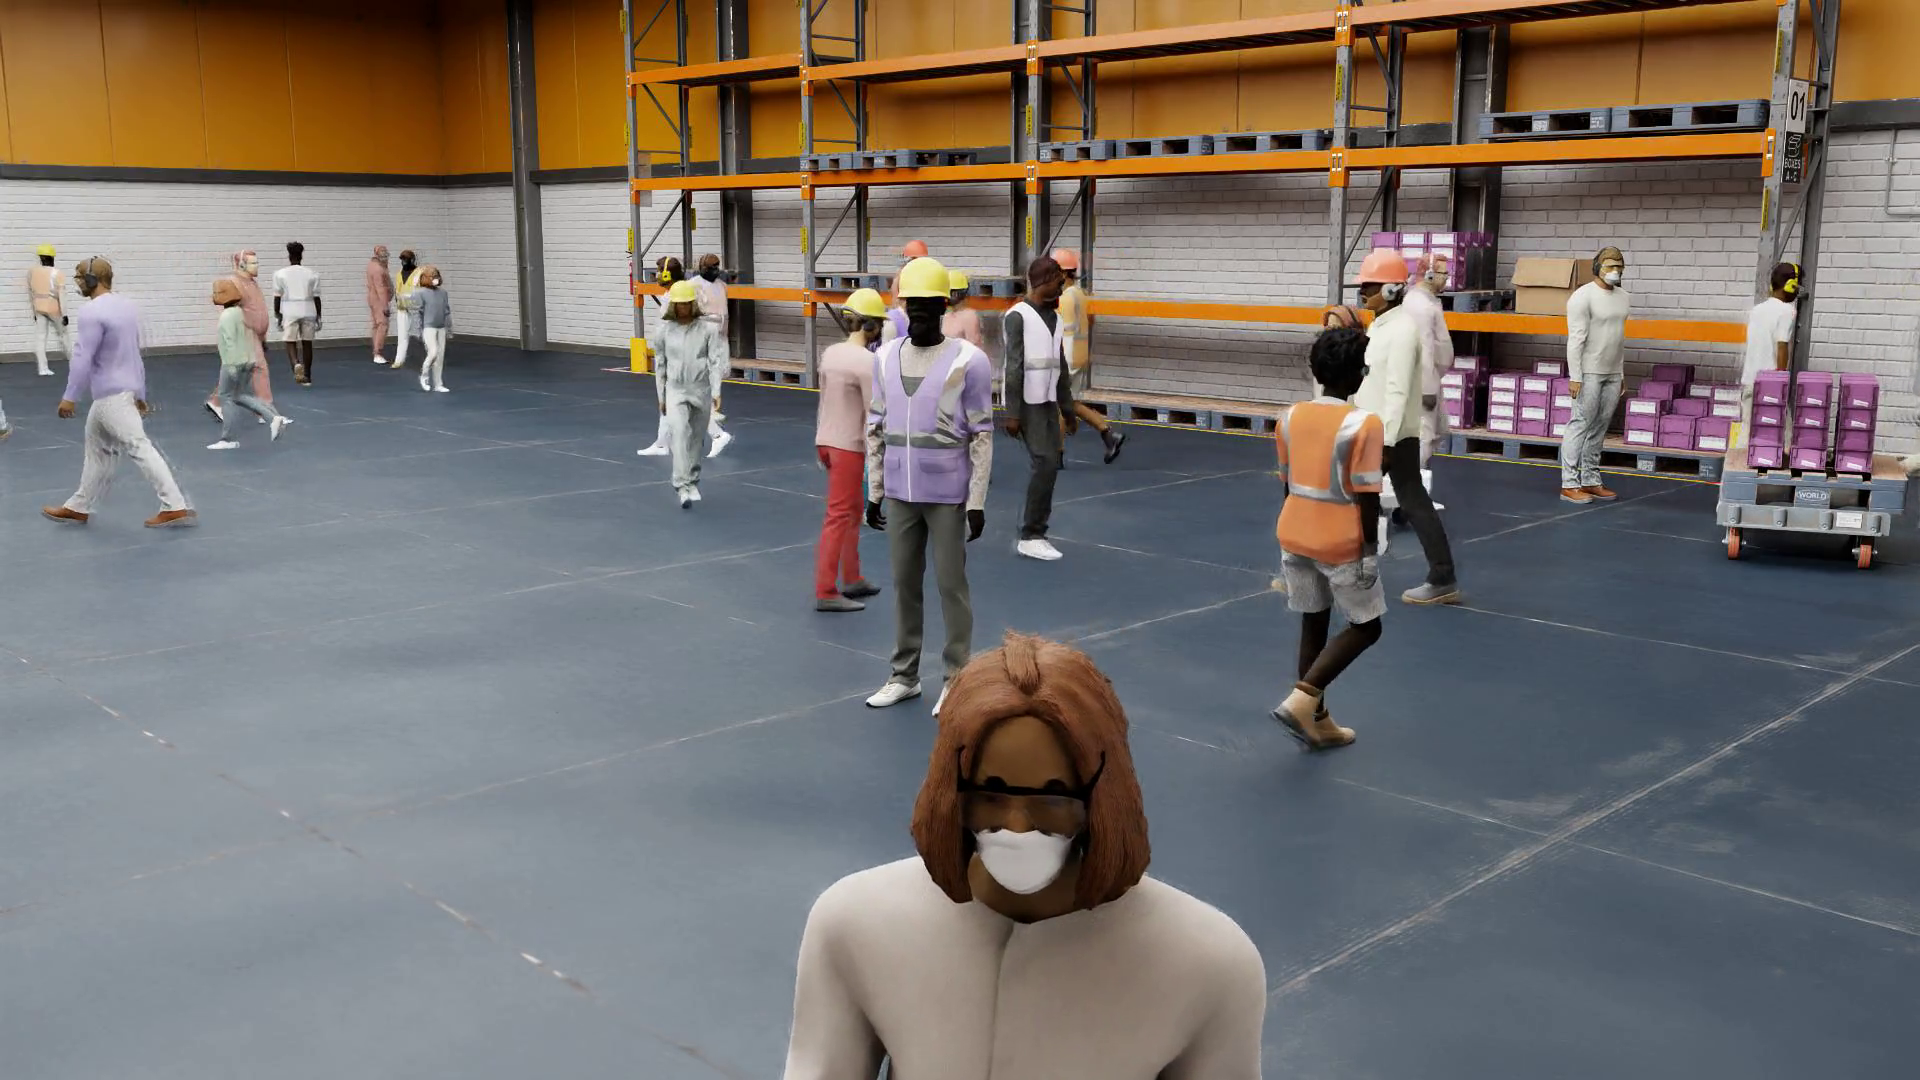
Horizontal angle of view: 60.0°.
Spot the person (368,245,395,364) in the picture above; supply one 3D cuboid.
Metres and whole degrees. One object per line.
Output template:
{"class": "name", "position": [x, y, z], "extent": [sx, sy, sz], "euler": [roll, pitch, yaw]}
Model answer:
{"class": "person", "position": [-9.193, -3.744, 26.460], "extent": [0.396, 1.867, 0.763], "euler": [-4, 11, -21]}

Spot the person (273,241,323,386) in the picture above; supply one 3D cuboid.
{"class": "person", "position": [-8.837, -3.013, 22.232], "extent": [0.609, 1.946, 0.666], "euler": [-5, 11, -24]}

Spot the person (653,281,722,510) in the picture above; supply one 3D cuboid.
{"class": "person", "position": [-2.020, -1.079, 12.408], "extent": [0.493, 1.682, 0.942], "euler": [-3, 11, -15]}

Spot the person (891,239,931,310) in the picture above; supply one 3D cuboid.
{"class": "person", "position": [-0.509, -2.132, 17.328], "extent": [0.536, 1.977, 0.637], "euler": [7, 13, 35]}

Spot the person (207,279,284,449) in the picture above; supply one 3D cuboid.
{"class": "person", "position": [-6.839, -1.666, 15.770], "extent": [0.610, 1.616, 0.509], "euler": [-1, 10, -8]}

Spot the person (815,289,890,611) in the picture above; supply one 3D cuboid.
{"class": "person", "position": [-0.572, -0.488, 9.050], "extent": [0.608, 1.730, 0.549], "euler": [-7, 13, -34]}

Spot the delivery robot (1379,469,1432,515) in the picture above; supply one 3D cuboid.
{"class": "delivery robot", "position": [2.866, -0.376, 11.396], "extent": [0.707, 0.478, 0.477], "euler": [-4, 11, -19]}

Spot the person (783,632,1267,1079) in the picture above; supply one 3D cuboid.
{"class": "person", "position": [0.048, 0.900, 1.767], "extent": [0.515, 1.629, 0.359], "euler": [3, 11, 16]}

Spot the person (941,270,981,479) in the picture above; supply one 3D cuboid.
{"class": "person", "position": [-0.108, -1.274, 13.289], "extent": [0.805, 1.733, 0.554], "euler": [-4, 11, -23]}

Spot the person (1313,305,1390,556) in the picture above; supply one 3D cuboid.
{"class": "person", "position": [2.387, -0.613, 10.032], "extent": [0.656, 1.615, 0.536], "euler": [-5, 12, -26]}

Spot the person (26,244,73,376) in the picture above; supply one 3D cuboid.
{"class": "person", "position": [-13.178, -3.338, 24.175], "extent": [0.612, 1.876, 0.954], "euler": [1, 10, 3]}

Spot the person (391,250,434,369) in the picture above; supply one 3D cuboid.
{"class": "person", "position": [-8.364, -3.517, 25.411], "extent": [0.639, 1.797, 0.945], "euler": [3, 11, 16]}

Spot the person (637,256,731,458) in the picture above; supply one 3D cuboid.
{"class": "person", "position": [-2.526, -1.661, 15.166], "extent": [0.883, 1.845, 0.543], "euler": [2, 11, 9]}

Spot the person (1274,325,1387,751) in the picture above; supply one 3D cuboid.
{"class": "person", "position": [1.390, 0.019, 6.390], "extent": [0.450, 1.682, 0.546], "euler": [-7, 12, -33]}

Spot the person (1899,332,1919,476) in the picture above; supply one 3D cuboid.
{"class": "person", "position": [6.650, -0.975, 11.372], "extent": [0.560, 1.843, 0.628], "euler": [-10, 15, -44]}

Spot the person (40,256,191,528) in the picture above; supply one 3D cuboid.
{"class": "person", "position": [-5.859, -1.001, 11.460], "extent": [1.041, 1.887, 0.650], "euler": [-2, 11, -9]}

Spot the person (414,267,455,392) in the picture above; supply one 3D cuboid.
{"class": "person", "position": [-6.759, -2.707, 21.455], "extent": [0.338, 1.624, 0.505], "euler": [6, 12, 30]}

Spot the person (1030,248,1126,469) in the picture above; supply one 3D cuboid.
{"class": "person", "position": [1.014, -1.542, 14.305], "extent": [0.736, 1.914, 0.560], "euler": [3, 11, 17]}

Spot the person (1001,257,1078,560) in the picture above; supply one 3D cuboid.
{"class": "person", "position": [0.552, -0.812, 10.420], "extent": [0.601, 1.889, 0.620], "euler": [7, 12, 33]}

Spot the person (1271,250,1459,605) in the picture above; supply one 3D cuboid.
{"class": "person", "position": [2.280, -0.589, 9.025], "extent": [1.055, 1.941, 0.638], "euler": [-1, 10, -5]}

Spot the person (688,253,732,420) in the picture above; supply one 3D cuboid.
{"class": "person", "position": [-2.799, -2.239, 18.348], "extent": [0.536, 1.831, 0.637], "euler": [7, 13, 35]}

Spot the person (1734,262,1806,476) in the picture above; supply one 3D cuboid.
{"class": "person", "position": [5.935, -1.085, 12.065], "extent": [0.826, 1.820, 0.573], "euler": [-2, 11, -13]}

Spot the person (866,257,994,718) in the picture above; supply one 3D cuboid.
{"class": "person", "position": [-0.146, -0.218, 7.030], "extent": [0.593, 1.930, 0.355], "euler": [6, 12, 29]}

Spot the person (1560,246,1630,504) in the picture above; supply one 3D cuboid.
{"class": "person", "position": [4.838, -1.250, 12.642], "extent": [0.635, 1.935, 0.349], "euler": [-7, 12, -33]}

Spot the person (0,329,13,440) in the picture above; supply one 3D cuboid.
{"class": "person", "position": [-9.542, -1.840, 16.090], "extent": [0.594, 1.841, 0.939], "euler": [-3, 11, -14]}

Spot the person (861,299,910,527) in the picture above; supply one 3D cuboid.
{"class": "person", "position": [-0.387, -0.965, 11.540], "extent": [0.820, 1.784, 0.597], "euler": [5, 12, 26]}

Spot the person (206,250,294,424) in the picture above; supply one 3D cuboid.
{"class": "person", "position": [-7.699, -2.168, 17.831], "extent": [0.900, 1.881, 0.665], "euler": [-1, 10, -5]}

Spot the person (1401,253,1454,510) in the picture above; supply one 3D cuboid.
{"class": "person", "position": [3.436, -1.156, 12.240], "extent": [0.440, 1.891, 0.654], "euler": [2, 11, 13]}
